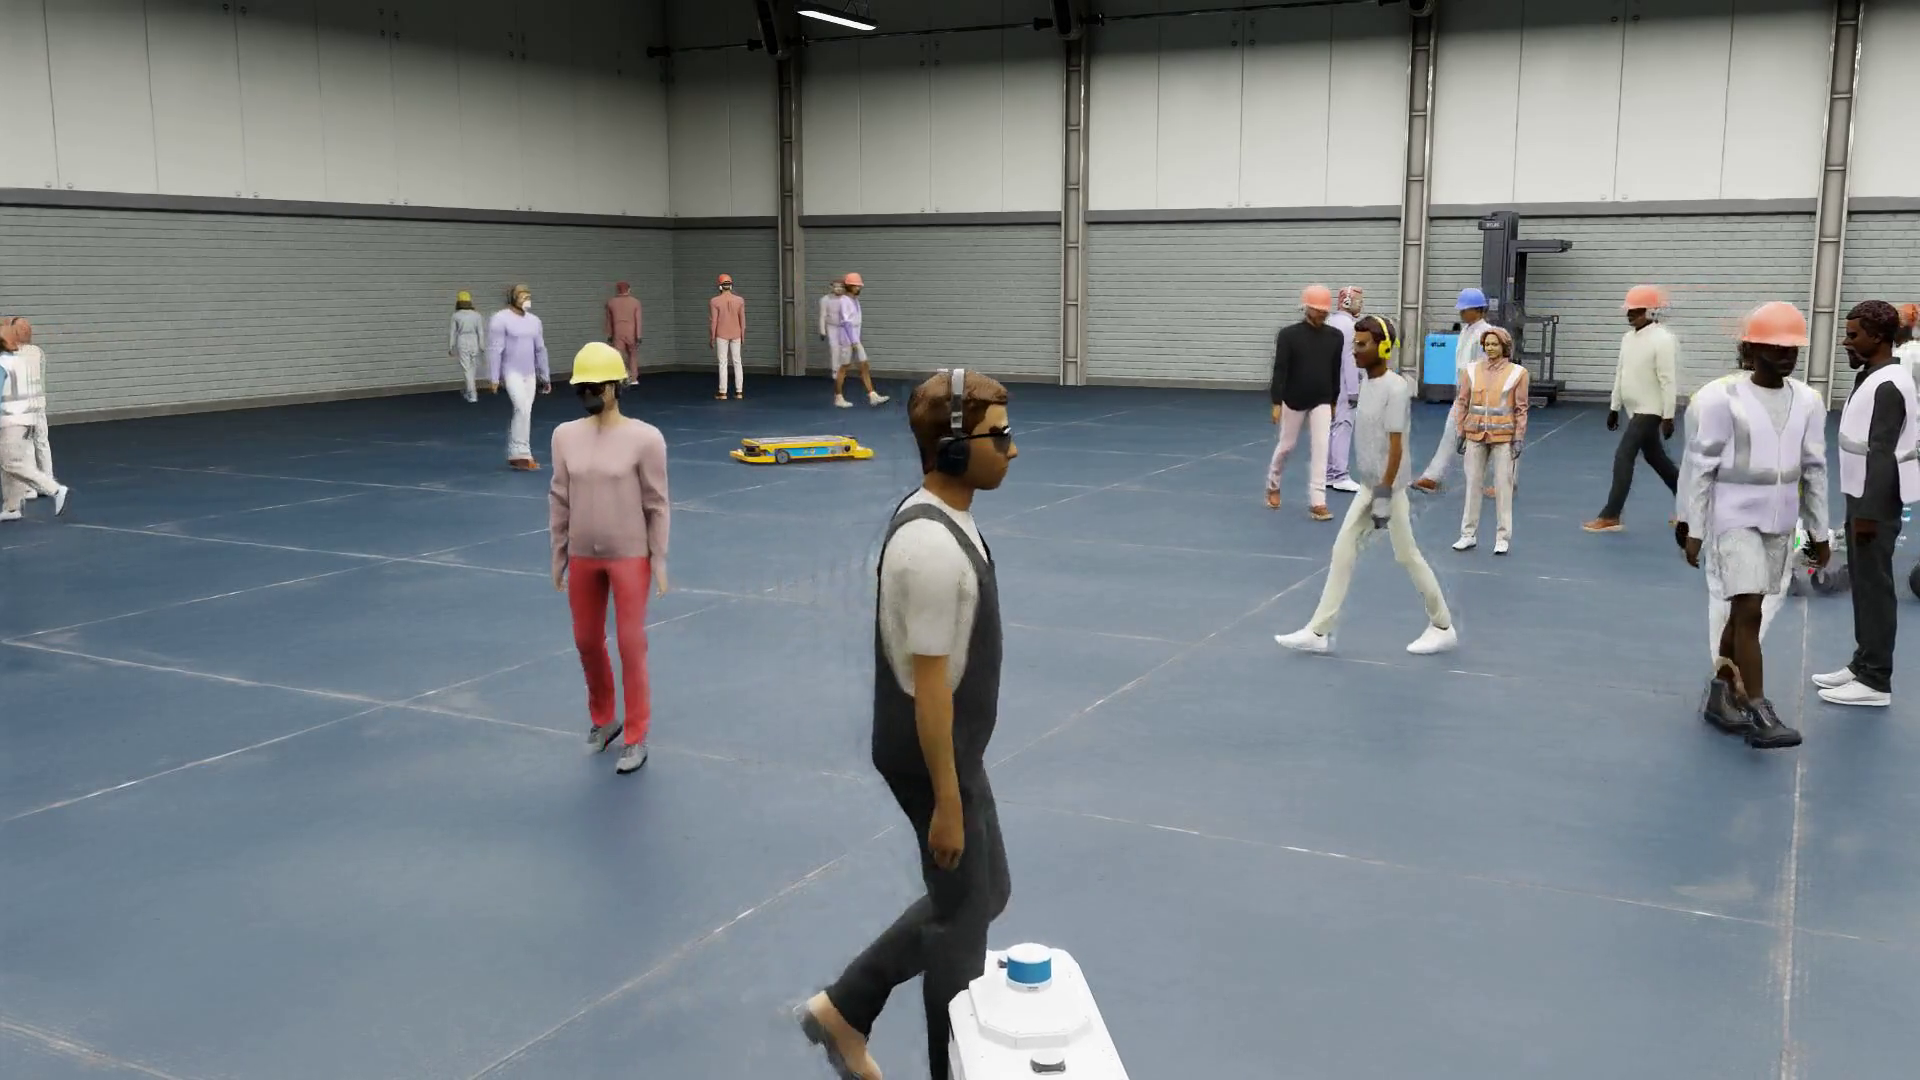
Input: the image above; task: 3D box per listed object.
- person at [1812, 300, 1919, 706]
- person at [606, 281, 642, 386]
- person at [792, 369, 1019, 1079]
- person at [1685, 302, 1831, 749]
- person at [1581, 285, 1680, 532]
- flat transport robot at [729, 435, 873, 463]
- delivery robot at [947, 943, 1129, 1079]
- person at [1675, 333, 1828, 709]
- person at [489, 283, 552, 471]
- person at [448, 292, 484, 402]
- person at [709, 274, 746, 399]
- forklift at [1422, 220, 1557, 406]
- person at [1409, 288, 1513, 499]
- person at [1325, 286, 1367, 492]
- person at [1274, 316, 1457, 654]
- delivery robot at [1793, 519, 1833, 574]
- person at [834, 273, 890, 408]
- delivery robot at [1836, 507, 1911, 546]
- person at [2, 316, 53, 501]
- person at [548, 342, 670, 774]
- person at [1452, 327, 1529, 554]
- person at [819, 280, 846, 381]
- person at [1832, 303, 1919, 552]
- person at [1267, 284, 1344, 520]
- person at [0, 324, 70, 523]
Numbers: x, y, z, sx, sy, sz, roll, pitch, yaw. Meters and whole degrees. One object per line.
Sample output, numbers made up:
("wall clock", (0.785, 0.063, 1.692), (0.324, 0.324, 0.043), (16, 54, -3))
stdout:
("person", (4.364, -0.182, 7.945), (0.375, 1.912, 0.585), (3, 10, 20))
("person", (-5.951, -3.645, 29.425), (0.652, 1.875, 0.927), (1, 9, 3))
("person", (-0.072, 0.519, 3.859), (0.535, 1.834, 0.539), (0, 9, 0))
("person", (3.504, -0.051, 7.134), (0.570, 1.905, 0.875), (-2, 9, -10))
("person", (5.486, -1.038, 13.160), (1.015, 1.952, 0.622), (0, 9, -3))
("flat transport robot", (-1.738, -1.003, 18.176), (1.431, 0.197, 0.652), (-4, 10, -24))
("delivery robot", (0.154, 1.151, 3.731), (0.477, 0.478, 0.707), (-1, 9, -6))
("person", (3.662, -0.104, 7.806), (0.652, 1.805, 0.788), (9, 13, 44))
("person", (-4.424, -1.649, 16.969), (0.760, 1.910, 0.661), (5, 11, 30))
("person", (-7.787, -3.032, 26.143), (0.510, 1.691, 0.887), (-7, 12, -37))
("person", (-3.739, -3.262, 26.705), (0.611, 1.986, 0.392), (-5, 11, -29))
("forklift", (8.245, -3.527, 25.720), (1.873, 2.768, 1.129), (5, 10, 27))
("person", (4.587, -1.314, 14.985), (0.981, 1.892, 0.618), (-2, 9, -10))
("person", (3.612, -1.417, 15.591), (0.403, 1.904, 0.637), (-1, 9, -6))
("person", (2.248, -0.281, 8.867), (1.006, 1.818, 0.540), (-2, 9, -12))
("delivery robot", (5.335, -0.009, 10.883), (0.477, 0.478, 0.707), (-3, 10, -18))
("person", (-1.506, -2.966, 24.832), (0.889, 2.008, 0.619), (4, 10, 23))
("delivery robot", (5.998, -0.093, 10.605), (0.698, 0.223, 0.335), (7, 11, 35))
("person", (-8.378, -1.179, 14.907), (0.309, 1.645, 0.515), (1, 9, 7))
("person", (-1.459, 0.065, 6.924), (0.534, 1.780, 0.355), (2, 10, 15))
("person", (3.878, -0.730, 12.152), (0.512, 1.641, 0.307), (7, 11, 36))
("person", (-2.213, -3.876, 30.857), (0.647, 1.874, 0.895), (-7, 11, -36))
("person", (6.787, -0.775, 11.878), (0.589, 1.830, 1.021), (-8, 12, -39))
("person", (2.888, -1.186, 14.043), (0.644, 1.952, 0.967), (-2, 9, -11))
("person", (-7.646, -0.945, 13.550), (0.634, 1.622, 0.522), (-2, 9, -10))
